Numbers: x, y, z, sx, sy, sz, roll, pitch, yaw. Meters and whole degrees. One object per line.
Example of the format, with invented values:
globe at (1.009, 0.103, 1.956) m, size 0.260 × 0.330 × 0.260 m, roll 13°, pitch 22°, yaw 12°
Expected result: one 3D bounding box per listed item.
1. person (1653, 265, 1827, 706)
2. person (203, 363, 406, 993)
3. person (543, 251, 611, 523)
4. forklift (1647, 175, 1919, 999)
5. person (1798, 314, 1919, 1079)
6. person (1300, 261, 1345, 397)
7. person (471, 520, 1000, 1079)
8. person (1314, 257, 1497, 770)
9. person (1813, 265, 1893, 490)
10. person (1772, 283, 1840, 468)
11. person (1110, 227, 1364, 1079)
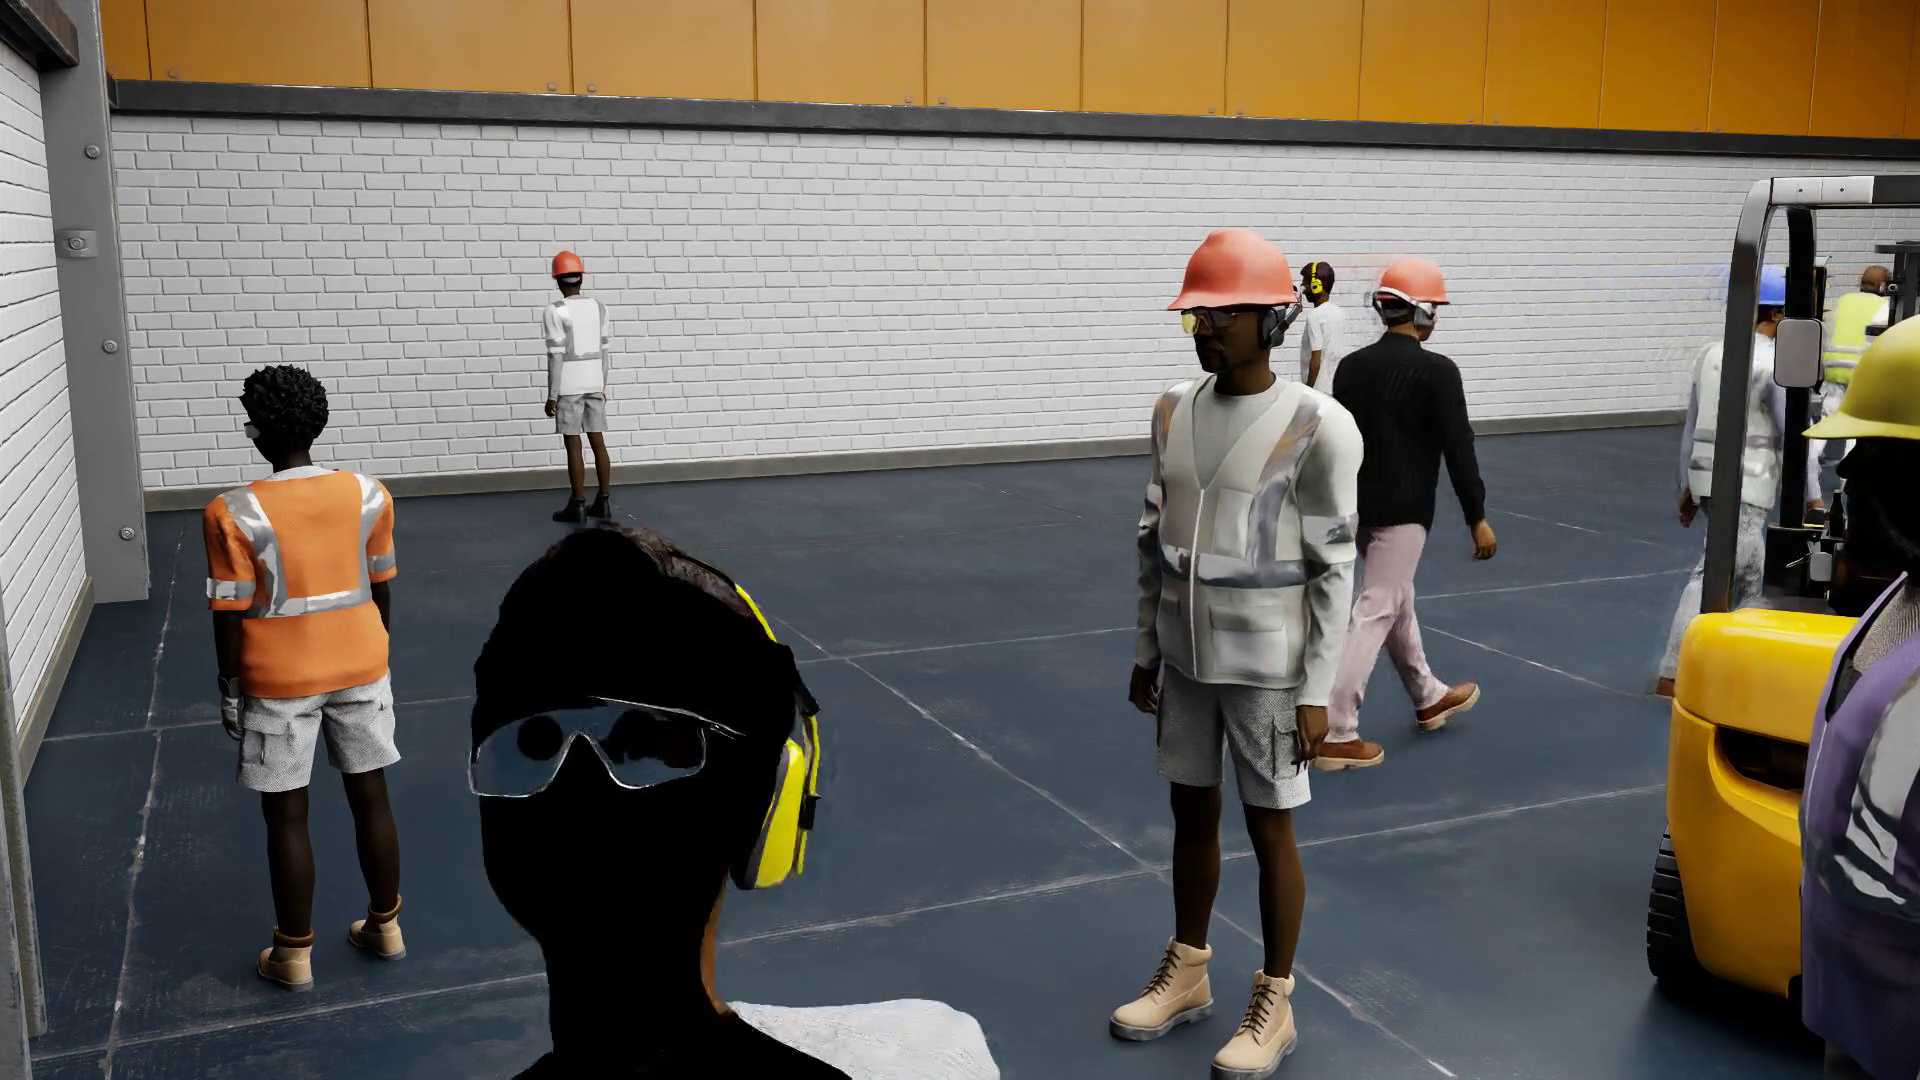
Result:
person at (3.467, -0.218, 7.181) m, size 0.974 × 1.896 × 0.626 m, roll -1°, pitch 10°, yaw -5°
person at (-1.760, 0.374, 4.512) m, size 0.320 × 1.694 × 0.531 m, roll 9°, pitch 14°, yaw 42°
person at (-2.752, -1.088, 11.896) m, size 0.376 × 1.932 × 0.543 m, roll 8°, pitch 13°, yaw 38°
forklift at (2.810, 0.094, 4.662) m, size 1.214 × 2.155 × 2.313 m, roll 7°, pitch 12°, yaw 34°
person at (1.312, 0.651, 2.325) m, size 0.369 × 1.928 × 0.586 m, roll 3°, pitch 11°, yaw 17°
person at (2.492, -1.006, 11.636) m, size 0.329 × 1.865 × 0.508 m, roll 6°, pitch 12°, yaw 32°
person at (-0.160, 0.914, 1.087) m, size 0.516 × 1.855 × 0.602 m, roll -6°, pitch 12°, yaw -29°
person at (1.762, -0.106, 6.456) m, size 1.011 × 1.942 × 0.640 m, roll -5°, pitch 11°, yaw -24°
person at (7.066, -1.261, 13.208) m, size 0.663 × 1.813 × 0.670 m, roll -7°, pitch 13°, yaw -35°
person at (7.479, -1.561, 14.981) m, size 0.615 × 1.779 × 0.941 m, roll -10°, pitch 14°, yaw -44°
person at (0.648, 0.285, 4.021) m, size 0.379 × 2.045 × 0.605 m, roll -9°, pitch 14°, yaw -42°
